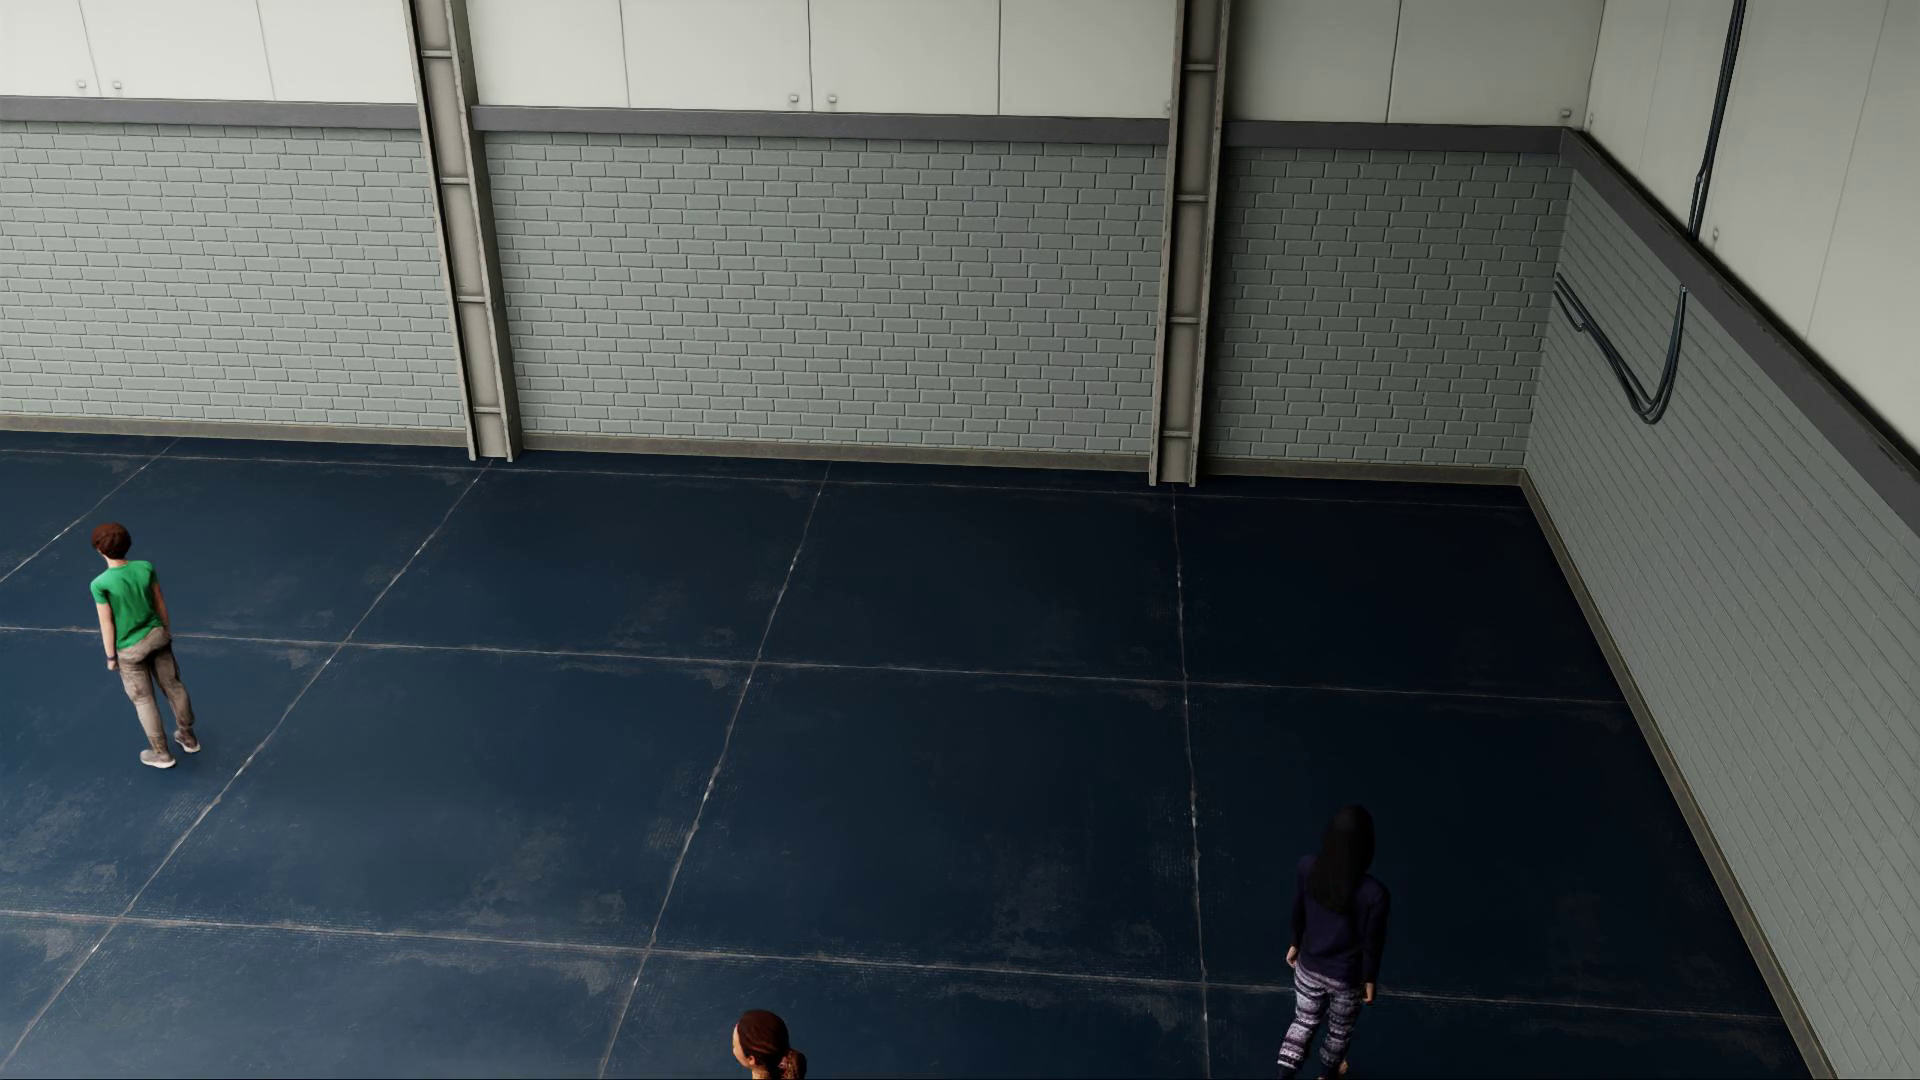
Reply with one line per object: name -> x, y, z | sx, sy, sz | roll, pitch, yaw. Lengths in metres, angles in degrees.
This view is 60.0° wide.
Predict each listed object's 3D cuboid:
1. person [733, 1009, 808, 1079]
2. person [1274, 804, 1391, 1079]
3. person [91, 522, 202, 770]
person -> -0.632, 2.586, 6.422 | 1.170, 1.752, 0.681 | 5, 28, 10
person -> 1.686, 1.977, 7.643 | 0.965, 1.717, 0.951 | 20, 33, 33
person -> -5.067, 0.644, 10.305 | 0.688, 1.651, 0.674 | 18, 32, 31
